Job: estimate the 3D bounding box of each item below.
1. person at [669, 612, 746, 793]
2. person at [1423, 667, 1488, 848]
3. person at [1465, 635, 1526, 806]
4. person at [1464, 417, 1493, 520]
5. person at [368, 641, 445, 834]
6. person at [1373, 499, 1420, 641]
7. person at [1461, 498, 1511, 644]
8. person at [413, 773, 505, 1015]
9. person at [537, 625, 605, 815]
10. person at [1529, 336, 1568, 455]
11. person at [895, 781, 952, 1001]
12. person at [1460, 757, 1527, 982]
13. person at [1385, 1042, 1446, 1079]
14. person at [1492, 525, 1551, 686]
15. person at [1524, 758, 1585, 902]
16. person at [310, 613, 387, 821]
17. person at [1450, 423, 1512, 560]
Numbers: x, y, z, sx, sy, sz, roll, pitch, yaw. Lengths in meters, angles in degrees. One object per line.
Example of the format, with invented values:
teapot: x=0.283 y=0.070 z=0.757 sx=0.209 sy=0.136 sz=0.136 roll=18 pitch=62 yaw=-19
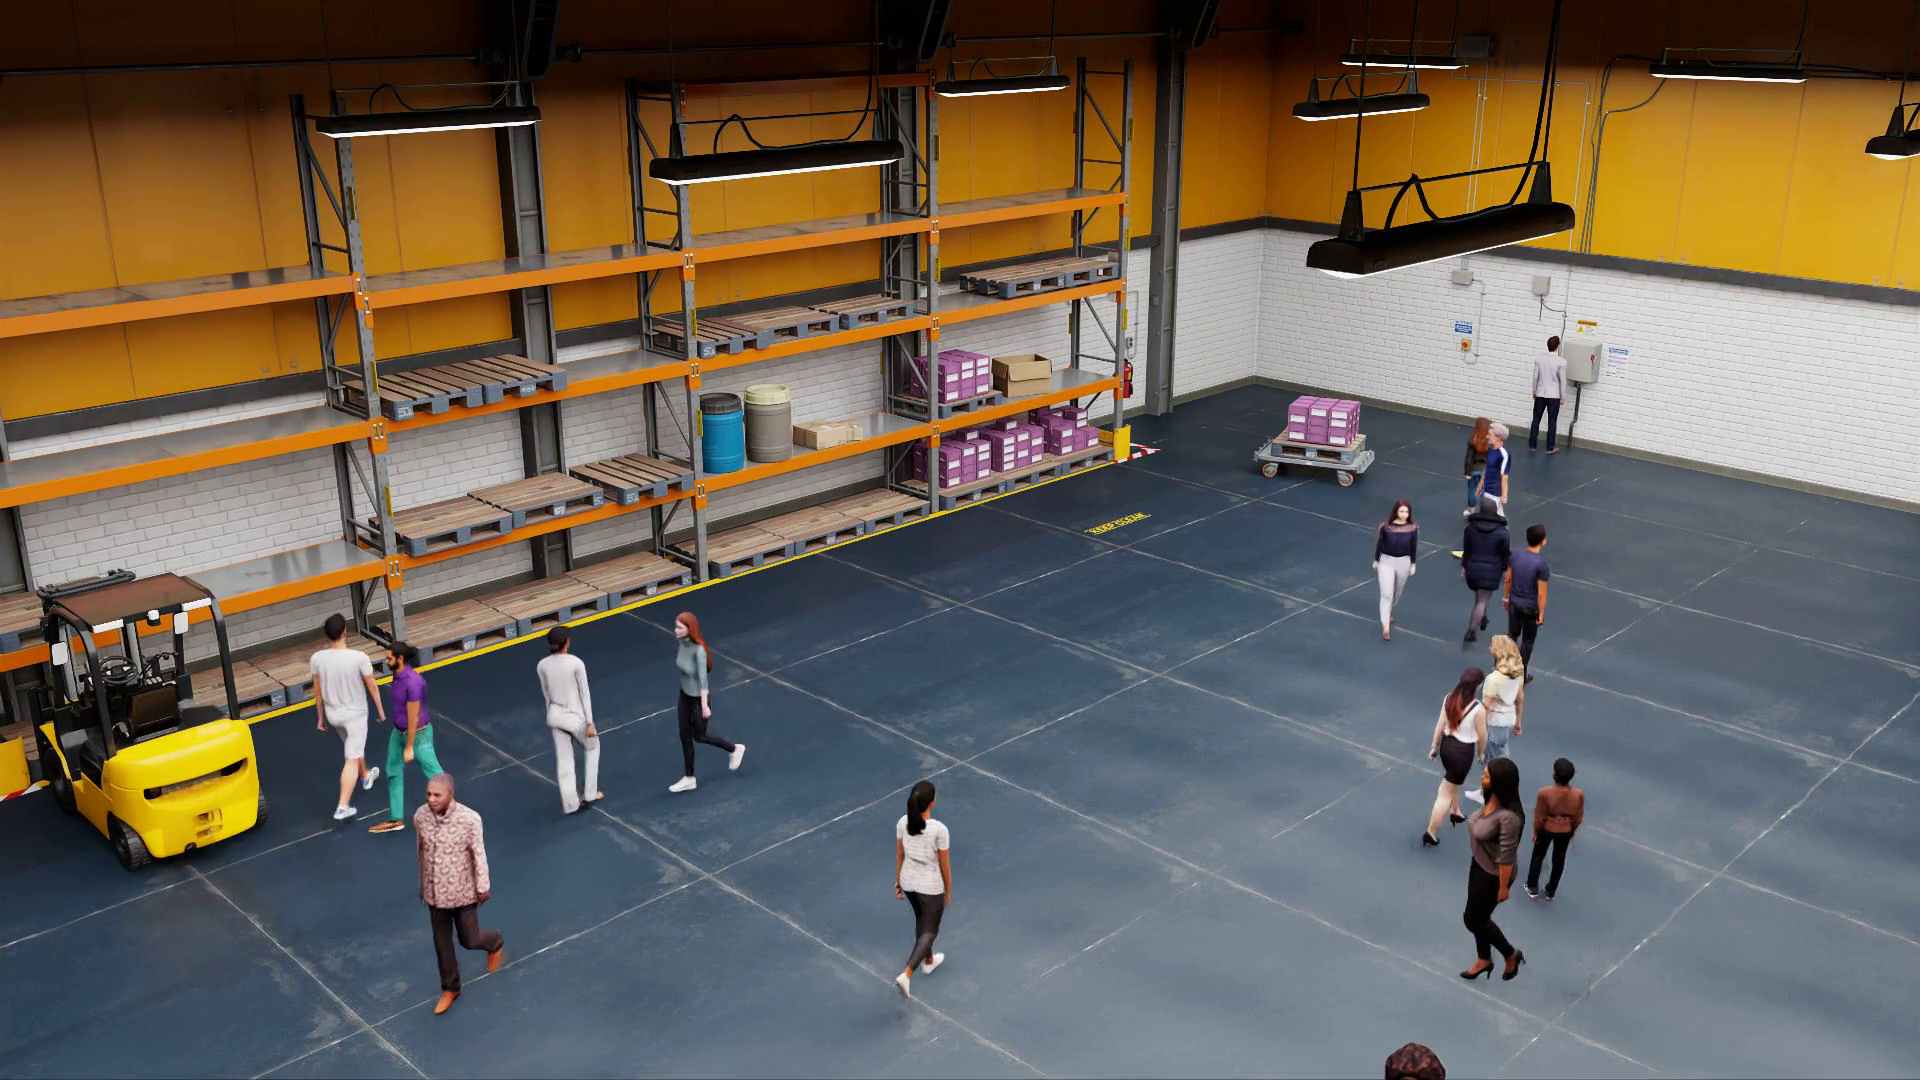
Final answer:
person: x=-2.351 y=1.457 z=15.160 sx=1.020 sy=1.726 sz=0.714 roll=-12 pitch=22 yaw=-32
person: x=4.152 y=1.877 z=14.084 sx=0.914 sy=1.617 sz=0.623 roll=-15 pitch=24 yaw=-38
person: x=4.799 y=1.675 z=14.548 sx=0.664 sy=1.705 sz=0.669 roll=17 pitch=25 yaw=42
person: x=7.107 y=-0.939 z=22.673 sx=0.832 sy=1.474 sz=0.883 roll=-1 pitch=19 yaw=-3
person: x=-4.655 y=1.688 z=14.460 sx=0.668 sy=1.735 sz=0.962 roll=16 pitch=24 yaw=39
person: x=4.927 y=0.299 z=18.858 sx=1.041 sy=1.563 sz=1.152 roll=2 pitch=19 yaw=6
person: x=5.804 y=0.379 z=18.514 sx=0.827 sy=1.629 sz=1.170 roll=12 pitch=22 yaw=33
person: x=-3.633 y=2.482 z=12.022 sx=0.974 sy=1.787 sz=1.096 roll=4 pitch=19 yaw=13
person: x=-3.500 y=1.623 z=14.682 sx=0.799 sy=1.717 sz=0.835 roll=5 pitch=19 yaw=15
person: x=9.220 y=-2.287 z=26.081 sx=0.701 sy=1.853 sz=0.612 roll=14 pitch=23 yaw=35
person: x=-0.312 y=2.561 z=12.054 sx=0.780 sy=1.617 sz=1.084 roll=10 pitch=21 yaw=27
person: x=3.957 y=2.443 z=12.079 sx=0.902 sy=1.825 sz=0.843 roll=1 pitch=19 yaw=3
person: x=2.382 y=3.502 z=8.990 sx=0.646 sy=1.790 sz=0.682 roll=4 pitch=19 yaw=11
person: x=5.811 y=0.710 z=17.299 sx=0.825 sy=1.777 sz=0.678 roll=-15 pitch=24 yaw=-37
person: x=4.779 y=2.332 z=13.306 sx=0.629 sy=1.251 sz=0.673 roll=3 pitch=19 yaw=8
person: x=-5.430 y=1.585 z=14.652 sx=1.215 sy=1.808 sz=1.319 roll=1 pitch=19 yaw=3
person: x=6.872 y=-0.583 z=21.098 sx=1.118 sy=1.803 sz=1.070 roll=0 pitch=19 yaw=1
